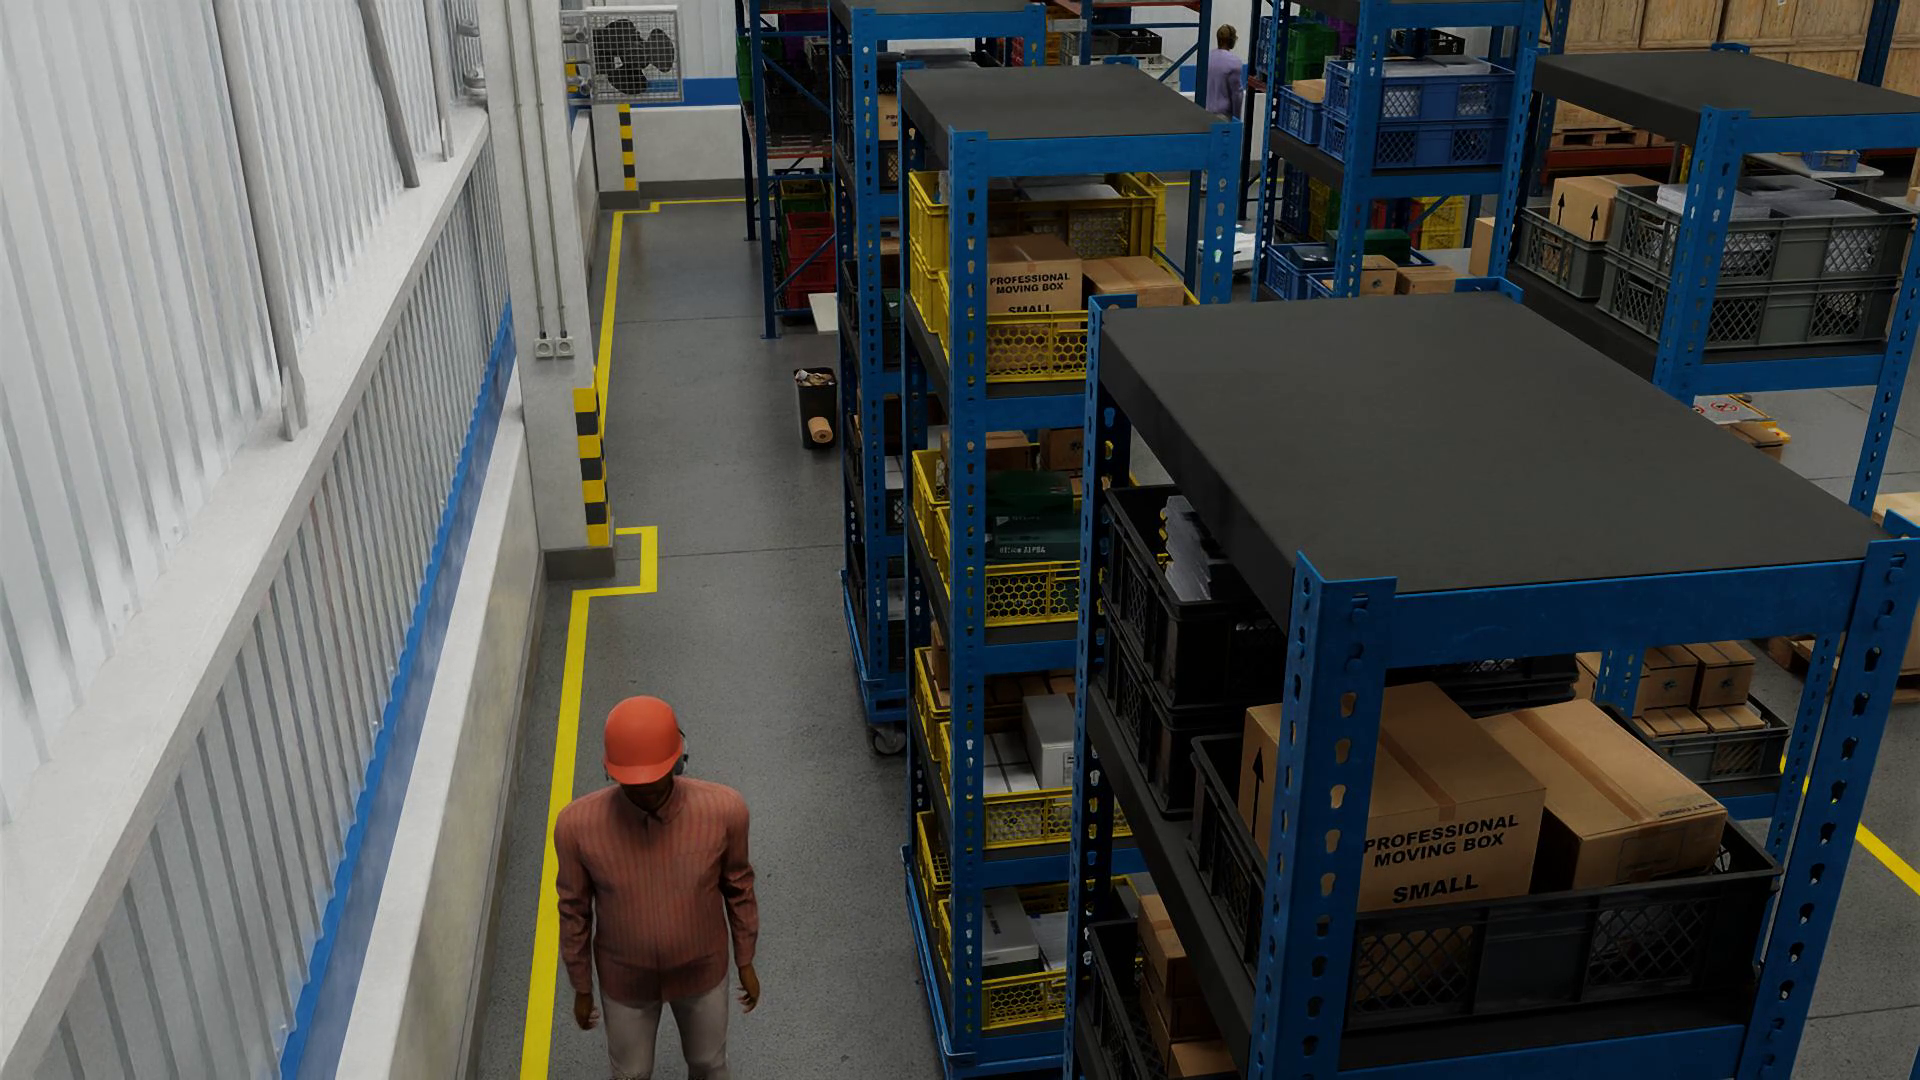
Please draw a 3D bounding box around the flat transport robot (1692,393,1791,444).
[{"bbox_3d":[5.224,-0.859,12.132,1.431,0.197,0.652,-4,25,-8],"label":"flat transport robot"}]

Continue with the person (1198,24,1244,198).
[{"bbox_3d":[2.936,-4.803,18.728,0.372,1.940,0.630,-18,31,-35],"label":"person"}]

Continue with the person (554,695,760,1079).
[{"bbox_3d":[-0.933,1.361,5.260,0.614,1.993,0.395,-6,25,-12],"label":"person"}]

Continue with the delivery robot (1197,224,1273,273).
[{"bbox_3d":[2.605,-2.752,15.802,0.707,0.478,0.477,-10,27,-21],"label":"delivery robot"}]

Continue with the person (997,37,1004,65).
[{"bbox_3d":[0.422,-4.629,18.413,0.354,1.883,0.573,-2,25,-4],"label":"person"}]
